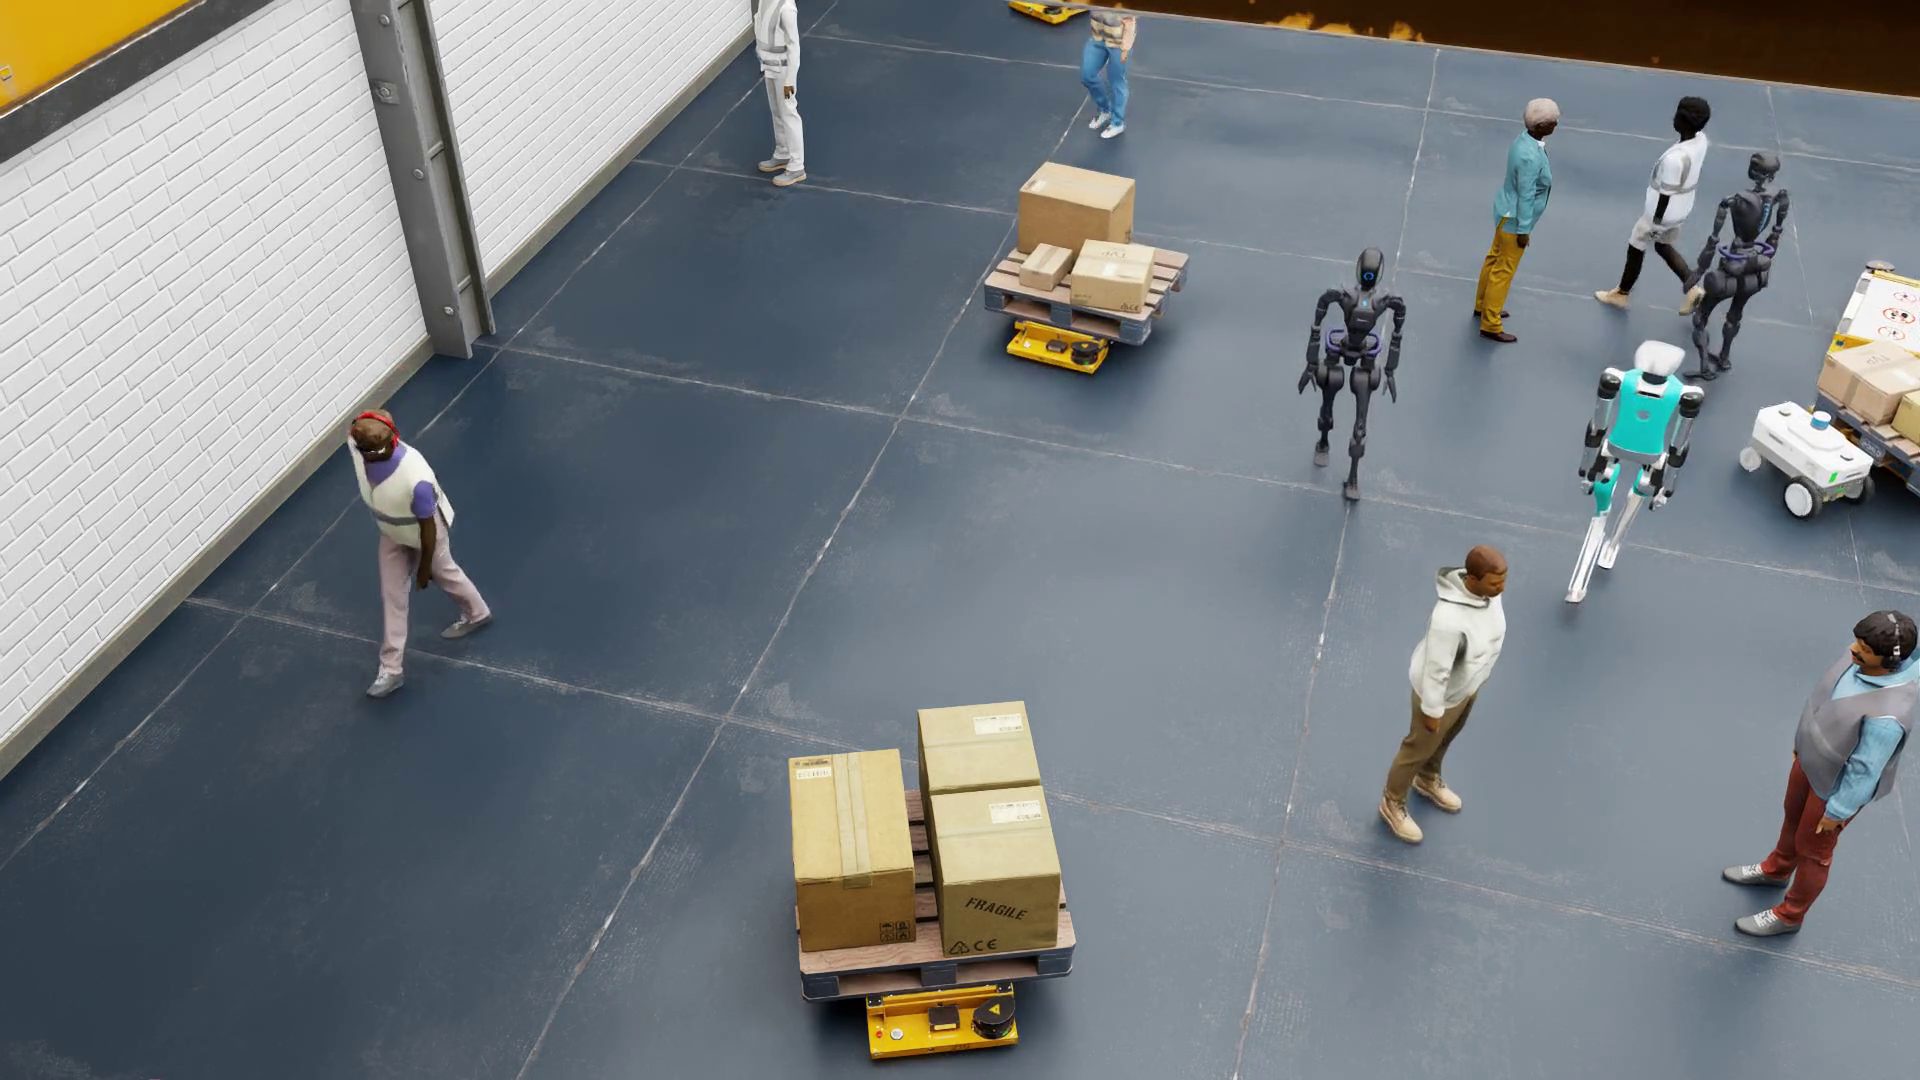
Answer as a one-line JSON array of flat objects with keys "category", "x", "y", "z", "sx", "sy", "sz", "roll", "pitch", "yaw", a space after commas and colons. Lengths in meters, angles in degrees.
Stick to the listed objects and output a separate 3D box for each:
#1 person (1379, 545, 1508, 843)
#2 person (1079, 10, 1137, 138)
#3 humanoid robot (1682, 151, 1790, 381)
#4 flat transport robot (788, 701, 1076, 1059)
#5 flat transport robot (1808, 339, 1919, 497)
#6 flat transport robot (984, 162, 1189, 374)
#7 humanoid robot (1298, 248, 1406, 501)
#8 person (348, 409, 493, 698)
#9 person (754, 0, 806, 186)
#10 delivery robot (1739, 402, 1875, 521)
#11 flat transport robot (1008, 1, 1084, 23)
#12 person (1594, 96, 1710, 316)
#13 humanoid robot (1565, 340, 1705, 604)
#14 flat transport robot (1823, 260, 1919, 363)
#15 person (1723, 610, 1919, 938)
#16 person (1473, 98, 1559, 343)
[{"category": "person", "x": 2.311, "y": 0.697, "z": 7.950, "sx": 0.371, "sy": 1.760, "sz": 0.524, "roll": 31, "pitch": 48, "yaw": 32}, {"category": "person", "x": 1.283, "y": -4.237, "z": 14.119, "sx": 0.425, "sy": 1.711, "sz": 0.514, "roll": -28, "pitch": 46, "yaw": -30}, {"category": "humanoid robot", "x": 5.198, "y": -1.827, "z": 11.159, "sx": 0.591, "sy": 1.649, "sz": 0.398, "roll": -9, "pitch": 40, "yaw": -11}, {"category": "flat transport robot", "x": -0.154, "y": 1.754, "z": 7.823, "sx": 0.659, "sy": 0.231, "sz": 1.431, "roll": -4, "pitch": 39, "yaw": -5}, {"category": "flat transport robot", "x": 6.254, "y": -0.558, "z": 10.699, "sx": 0.659, "sy": 0.231, "sz": 1.431, "roll": -14, "pitch": 41, "yaw": -17}, {"category": "flat transport robot", "x": 0.923, "y": -1.695, "z": 12.113, "sx": 0.659, "sy": 0.231, "sz": 1.431, "roll": 16, "pitch": 42, "yaw": 19}, {"category": "humanoid robot", "x": 2.397, "y": -1.048, "z": 10.195, "sx": 0.601, "sy": 1.634, "sz": 0.686, "roll": 6, "pitch": 39, "yaw": 7}, {"category": "person", "x": -2.957, "y": 0.007, "z": 8.790, "sx": 0.646, "sy": 1.775, "sz": 0.946, "roll": 21, "pitch": 43, "yaw": 24}, {"category": "person", "x": -1.474, "y": -3.807, "z": 13.451, "sx": 0.347, "sy": 1.882, "sz": 0.582, "roll": -18, "pitch": 42, "yaw": -21}, {"category": "delivery robot", "x": 5.325, "y": -0.513, "z": 10.428, "sx": 0.499, "sy": 0.612, "sz": 0.814, "roll": -14, "pitch": 41, "yaw": -17}, {"category": "flat transport robot", "x": 1.229, "y": -5.630, "z": 17.008, "sx": 1.431, "sy": 0.231, "sz": 0.659, "roll": -30, "pitch": 47, "yaw": -32}, {"category": "person", "x": 5.055, "y": -2.332, "z": 11.775, "sx": 0.537, "sy": 1.677, "sz": 0.689, "roll": -31, "pitch": 48, "yaw": -33}, {"category": "humanoid robot", "x": 3.776, "y": -0.437, "z": 9.366, "sx": 0.541, "sy": 1.733, "sz": 0.978, "roll": 18, "pitch": 42, "yaw": 21}, {"category": "flat transport robot", "x": 6.707, "y": -1.554, "z": 11.937, "sx": 0.659, "sy": 0.231, "sz": 1.431, "roll": 22, "pitch": 44, "yaw": 25}, {"category": "person", "x": 3.906, "y": 1.044, "z": 7.428, "sx": 0.415, "sy": 1.873, "sz": 0.534, "roll": 5, "pitch": 39, "yaw": 6}, {"category": "person", "x": 3.890, "y": -2.233, "z": 11.596, "sx": 0.341, "sy": 1.756, "sz": 0.520, "roll": 5, "pitch": 39, "yaw": 6}]
